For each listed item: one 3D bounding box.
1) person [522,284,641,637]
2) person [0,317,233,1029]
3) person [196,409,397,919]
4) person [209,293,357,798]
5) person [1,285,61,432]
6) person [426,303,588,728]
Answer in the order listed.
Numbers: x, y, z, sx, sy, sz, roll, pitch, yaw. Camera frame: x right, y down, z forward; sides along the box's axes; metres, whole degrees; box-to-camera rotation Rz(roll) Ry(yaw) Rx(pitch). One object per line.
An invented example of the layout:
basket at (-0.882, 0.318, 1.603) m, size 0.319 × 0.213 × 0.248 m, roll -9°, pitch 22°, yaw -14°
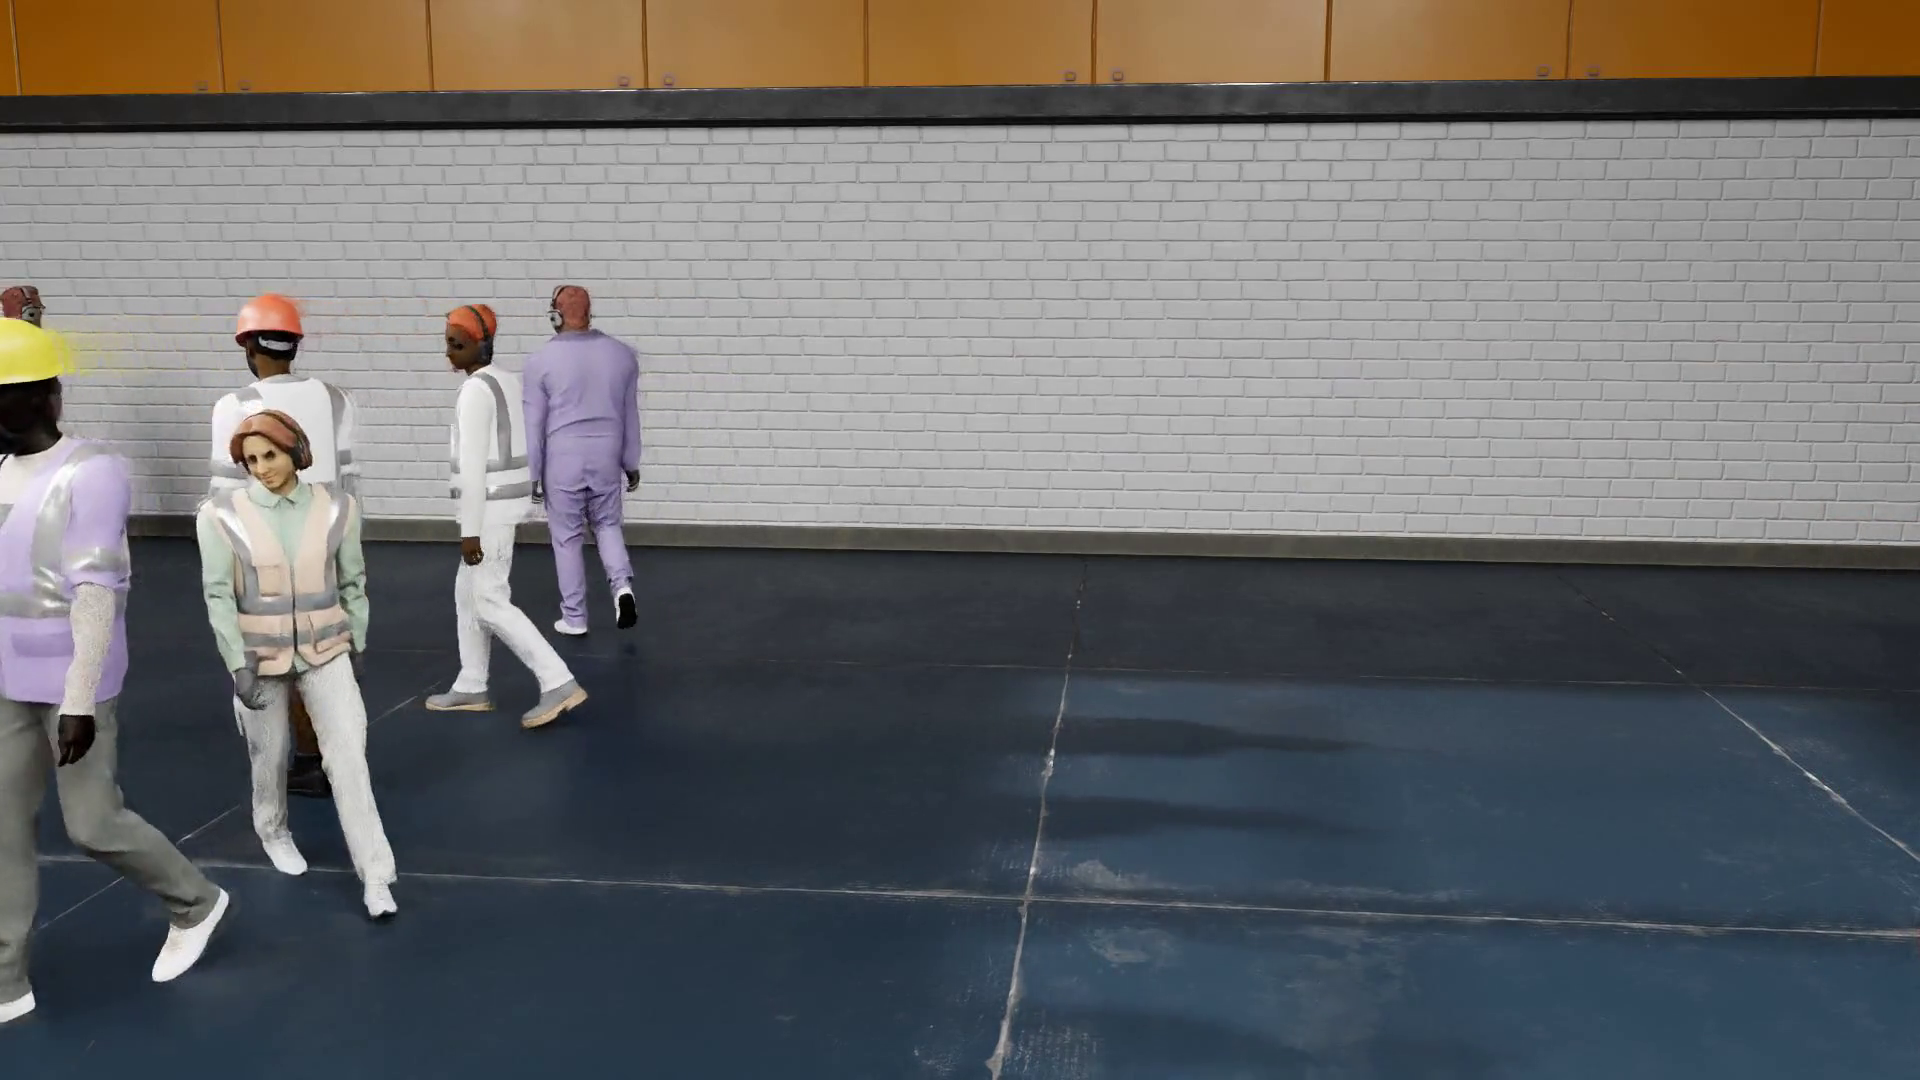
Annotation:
person at (-1.997, -0.400, 8.809) m, size 0.669 × 1.893 × 0.535 m, roll -7°, pitch 12°, yaw -36°
person at (-2.420, 0.356, 4.463) m, size 0.598 × 1.899 × 0.804 m, roll 6°, pitch 11°, yaw 30°
person at (-2.118, 0.375, 5.273) m, size 0.506 × 1.588 × 0.867 m, roll -6°, pitch 12°, yaw -32°
person at (-2.557, 0.037, 6.285) m, size 0.460 × 1.905 × 0.568 m, roll 6°, pitch 11°, yaw 30°
person at (-5.904, -0.668, 10.483) m, size 0.642 × 1.861 × 1.004 m, roll 4°, pitch 11°, yaw 23°
person at (-2.037, -0.111, 7.285) m, size 0.724 × 1.855 × 0.623 m, roll 0°, pitch 10°, yaw 0°
